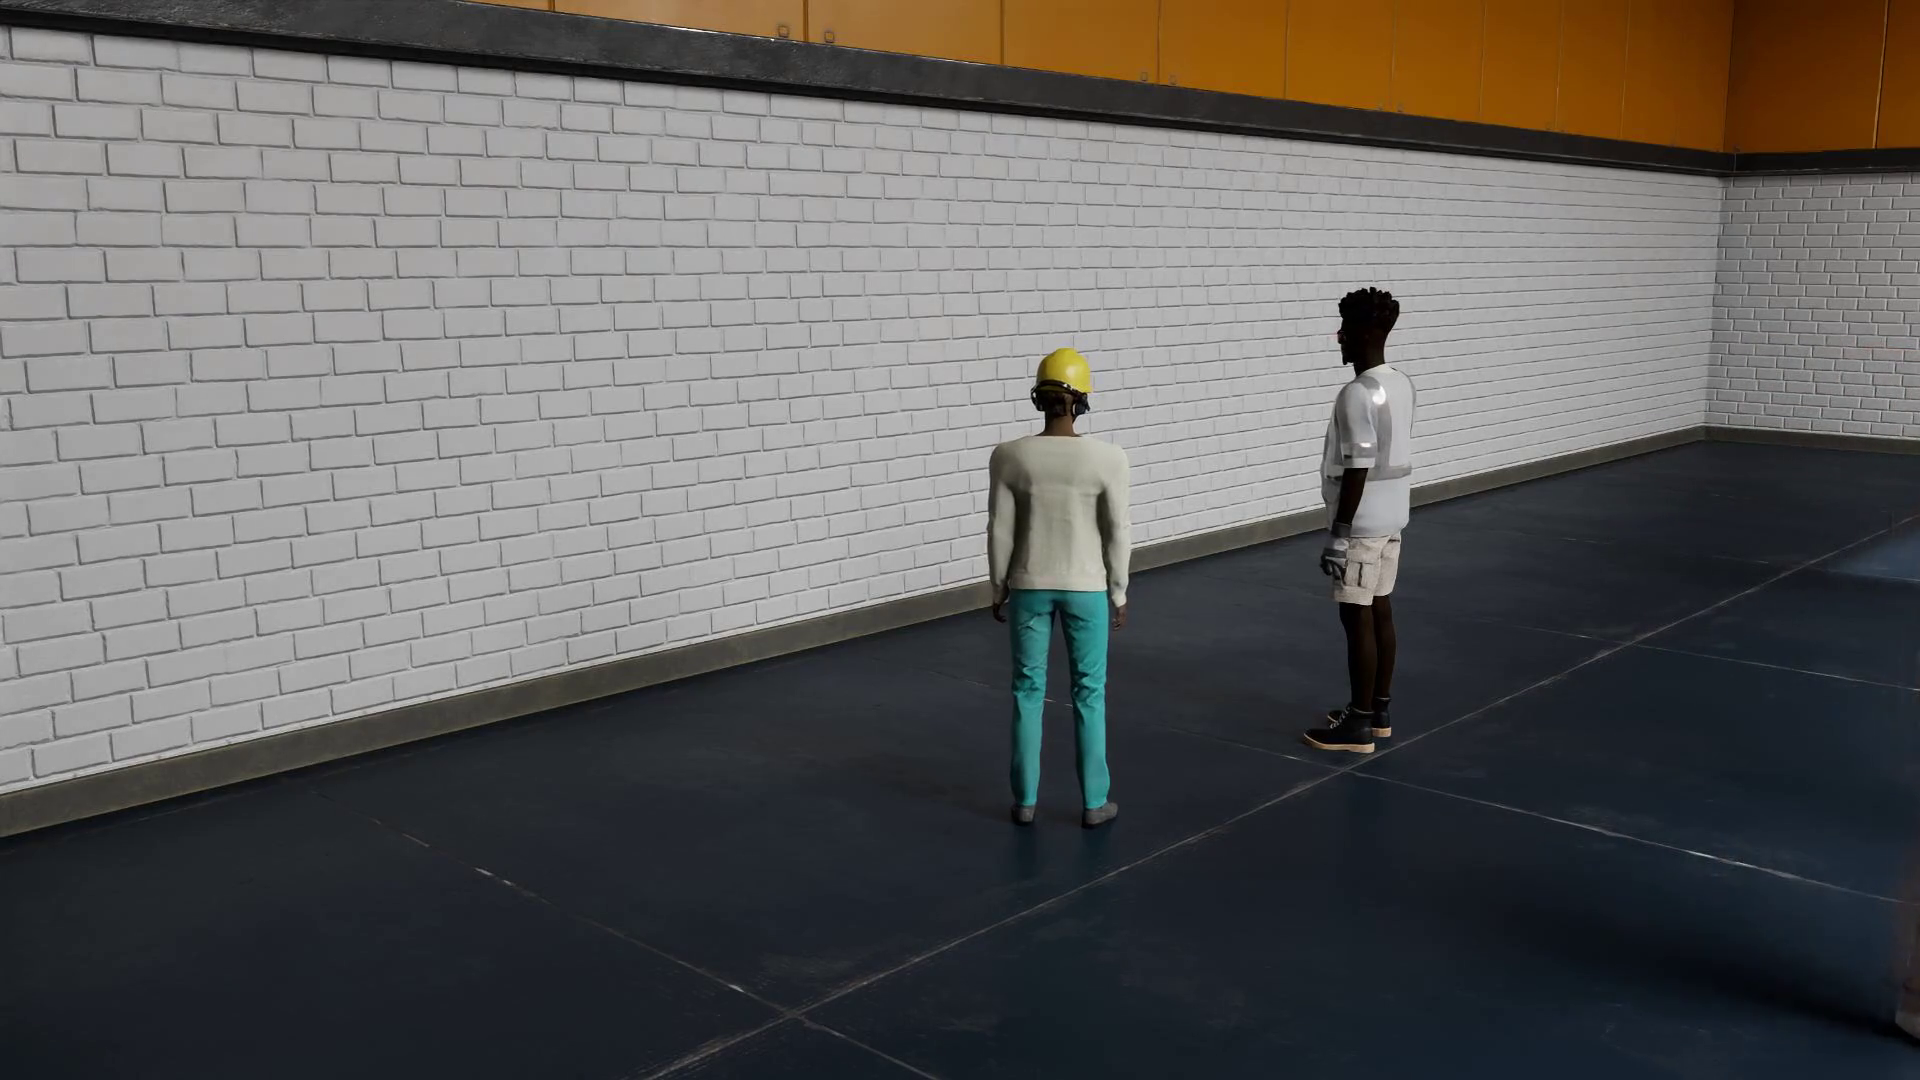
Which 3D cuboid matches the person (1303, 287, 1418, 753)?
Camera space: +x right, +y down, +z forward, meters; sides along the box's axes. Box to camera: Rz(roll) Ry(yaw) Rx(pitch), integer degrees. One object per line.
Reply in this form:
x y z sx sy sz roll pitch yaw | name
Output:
1.708 -0.083 7.063 0.367 1.966 0.605 6 12 32 | person

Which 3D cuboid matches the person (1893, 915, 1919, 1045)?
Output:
2.840 0.497 4.050 0.655 1.863 0.967 -6 12 -30 | person

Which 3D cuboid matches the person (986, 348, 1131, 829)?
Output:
0.363 0.183 6.119 0.527 1.767 0.331 2 10 12 | person
